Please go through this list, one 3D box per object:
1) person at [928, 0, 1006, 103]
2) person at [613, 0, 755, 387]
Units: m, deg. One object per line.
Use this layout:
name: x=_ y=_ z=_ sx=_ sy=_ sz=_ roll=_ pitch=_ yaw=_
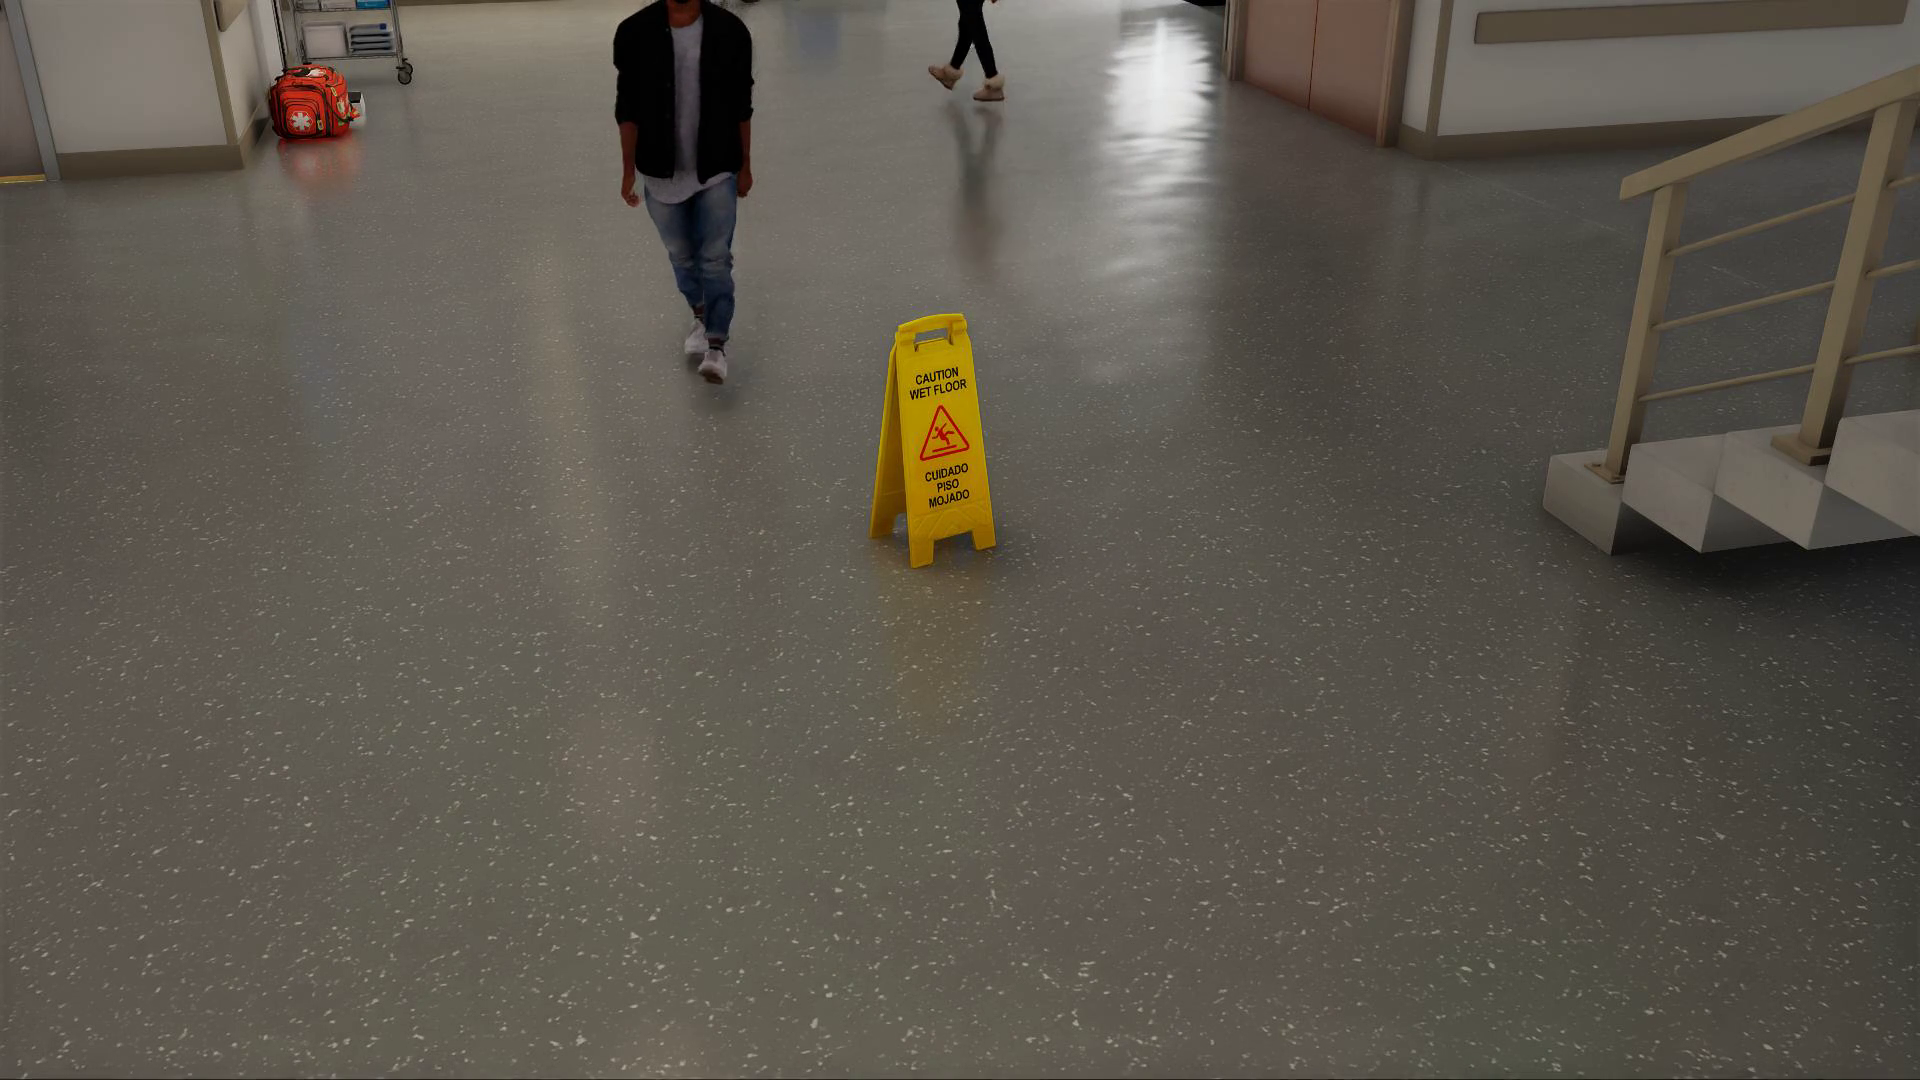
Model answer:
person: x=0.138 y=-3.957 z=11.930 sx=1.162 sy=1.620 sz=0.961 roll=22 pitch=34 yaw=38
person: x=-1.100 y=-1.557 z=6.786 sx=0.882 sy=1.764 sz=1.210 roll=0 pitch=26 yaw=-1
